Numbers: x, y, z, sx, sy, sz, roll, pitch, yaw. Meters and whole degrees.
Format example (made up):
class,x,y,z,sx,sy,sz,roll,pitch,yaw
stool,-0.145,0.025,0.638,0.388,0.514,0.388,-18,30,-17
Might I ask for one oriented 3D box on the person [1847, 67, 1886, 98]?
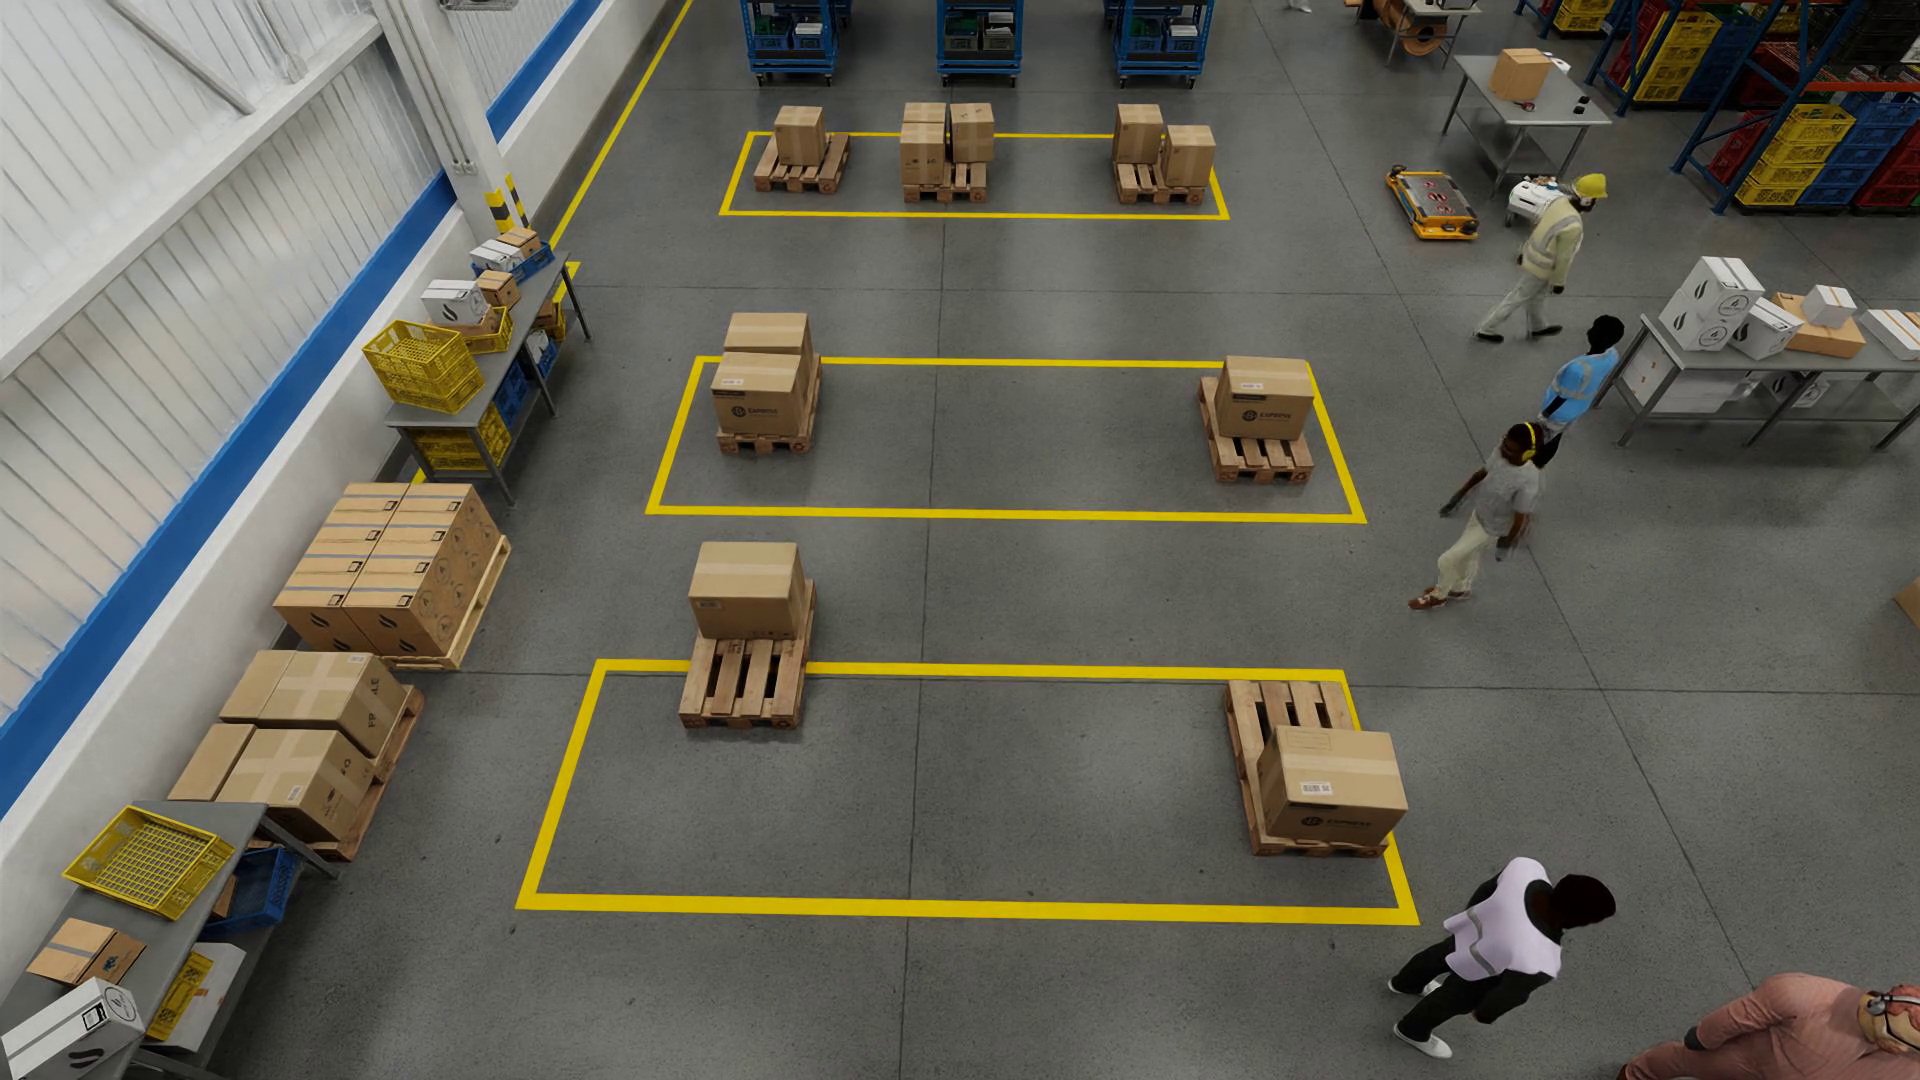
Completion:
class,x,y,z,sx,sy,sz,roll,pitch,yaw
person,13.110,-7.099,12.565,0.636,1.936,0.354,-5,49,-4

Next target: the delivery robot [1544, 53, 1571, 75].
class,x,y,z,sx,sy,sz,roll,pitch,yaw
delivery robot,8.258,-6.664,13.037,0.707,0.478,0.477,-8,50,-7

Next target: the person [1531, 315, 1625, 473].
class,x,y,z,sx,sy,sz,roll,pitch,yaw
person,4.939,-1.096,7.524,0.540,1.698,0.317,-25,54,-20

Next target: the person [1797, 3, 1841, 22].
class,x,y,z,sx,sy,sz,roll,pitch,yaw
person,12.750,-8.133,13.508,0.636,1.875,0.352,32,56,25

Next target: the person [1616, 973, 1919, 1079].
class,x,y,z,sx,sy,sz,roll,pitch,yaw
person,3.826,2.467,4.306,0.651,1.906,0.409,20,52,16

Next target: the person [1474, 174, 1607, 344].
class,x,y,z,sx,sy,sz,roll,pitch,yaw
person,5.726,-2.632,8.789,0.884,1.790,0.598,10,50,9

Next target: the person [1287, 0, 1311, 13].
class,x,y,z,sx,sy,sz,roll,pitch,yaw
person,5.652,-9.428,14.791,0.479,1.619,0.571,18,52,15

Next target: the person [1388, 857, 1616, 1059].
class,x,y,z,sx,sy,sz,roll,pitch,yaw
person,2.632,2.100,4.620,0.399,1.912,0.590,12,50,10

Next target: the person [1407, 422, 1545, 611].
class,x,y,z,sx,sy,sz,roll,pitch,yaw
person,3.719,-0.140,6.605,0.624,1.841,0.524,3,49,3

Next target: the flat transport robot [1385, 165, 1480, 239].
class,x,y,z,sx,sy,sz,roll,pitch,yaw
flat transport robot,5.692,-4.094,11.059,0.652,0.197,1.431,1,49,1

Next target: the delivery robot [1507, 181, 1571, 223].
class,x,y,z,sx,sy,sz,roll,pitch,yaw
delivery robot,6.781,-3.918,10.660,0.477,0.478,0.707,-35,58,-26
